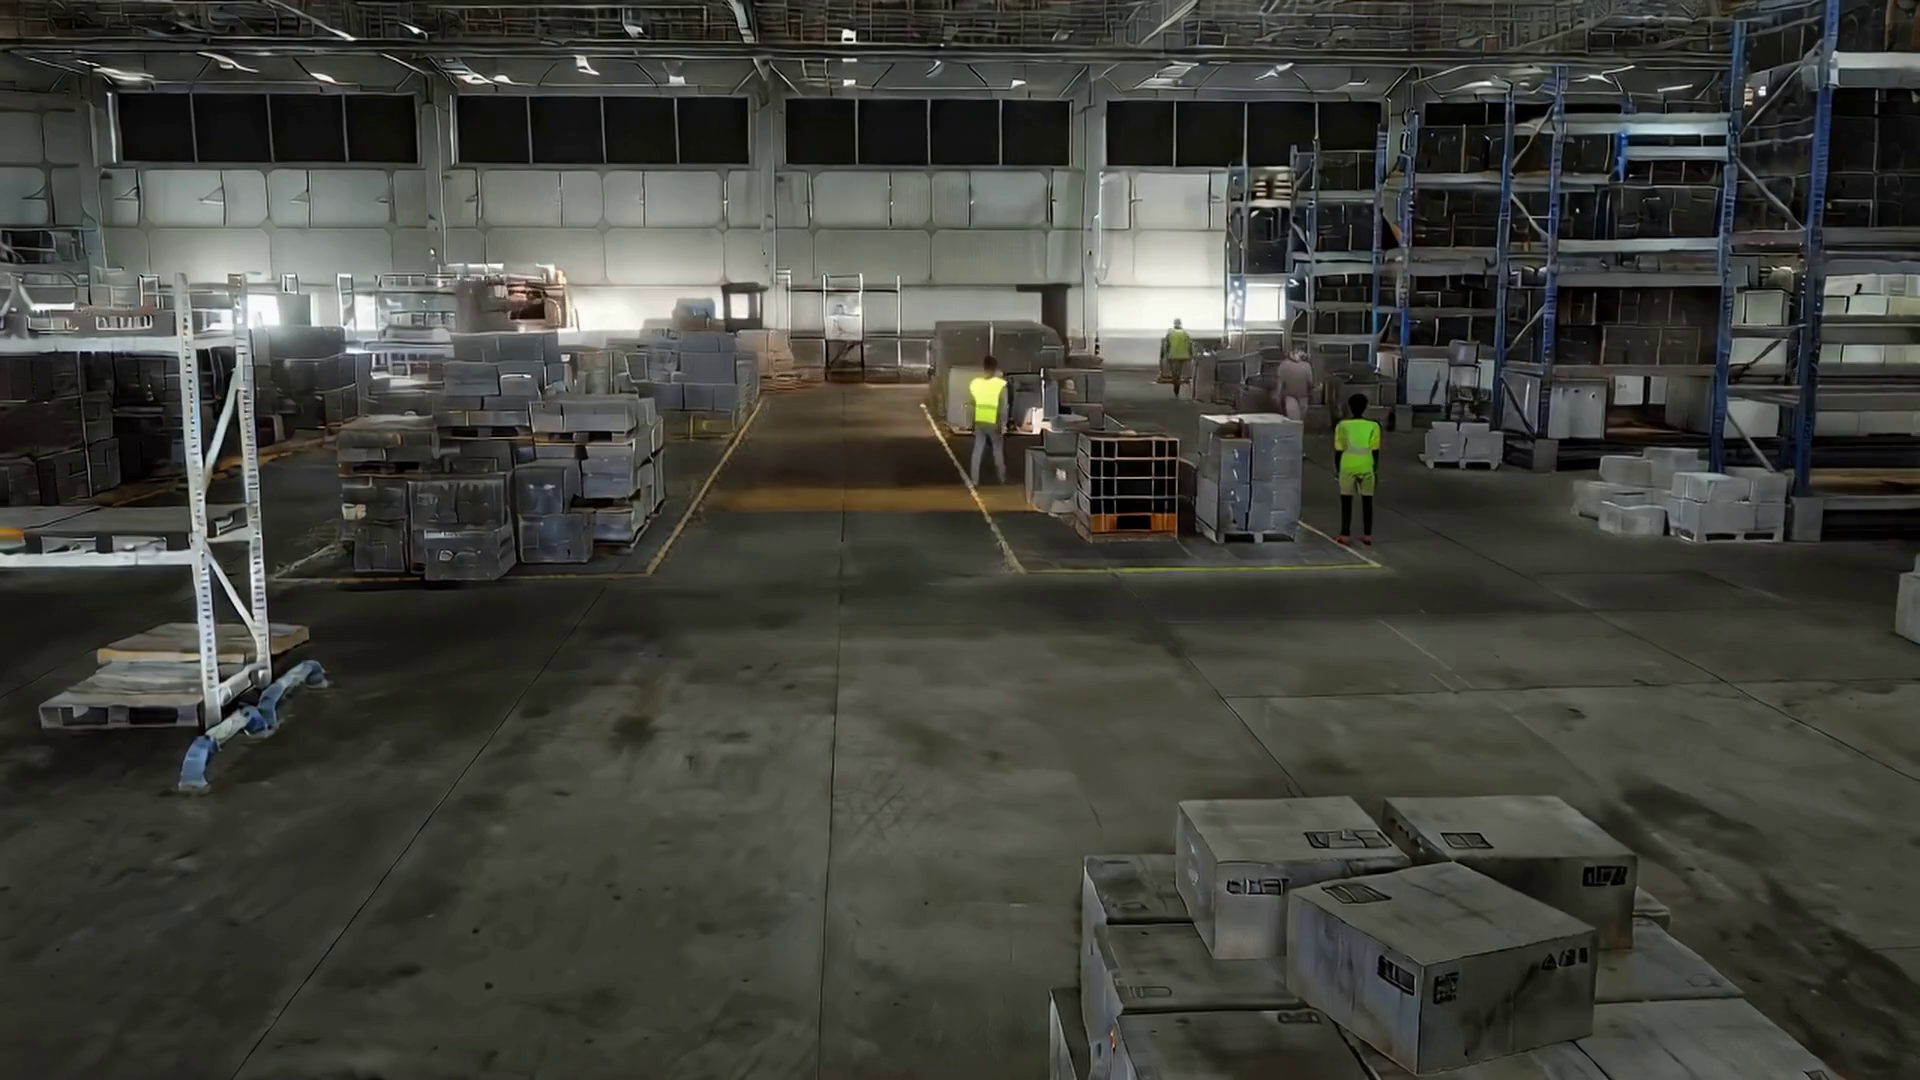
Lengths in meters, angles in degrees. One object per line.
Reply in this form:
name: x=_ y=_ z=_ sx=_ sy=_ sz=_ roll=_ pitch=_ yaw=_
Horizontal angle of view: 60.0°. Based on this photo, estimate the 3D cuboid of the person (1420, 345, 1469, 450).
person: x=8.241 y=-2.385 z=28.071 sx=1.042 sy=1.893 sz=0.639 roll=-3 pitch=10 yaw=-19

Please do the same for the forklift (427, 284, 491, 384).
forklift: x=-10.652 y=-4.210 z=36.466 sx=1.873 sy=2.768 sz=1.129 roll=3 pitch=9 yaw=16

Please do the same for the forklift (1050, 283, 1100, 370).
forklift: x=2.372 y=-4.740 z=39.792 sx=1.873 sy=2.768 sz=1.129 roll=-1 pitch=9 yaw=-4

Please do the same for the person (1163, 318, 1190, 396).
person: x=5.368 y=-4.557 z=41.531 sx=0.621 sy=1.964 sz=0.869 roll=5 pitch=10 yaw=29

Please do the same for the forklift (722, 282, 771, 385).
forklift: x=-6.037 y=-5.693 z=45.780 sx=1.129 sy=2.768 sz=1.873 roll=-4 pitch=10 yaw=-24

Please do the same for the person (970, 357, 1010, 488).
person: x=0.395 y=-1.679 z=23.775 sx=0.612 sy=1.863 sz=1.019 roll=4 pitch=10 yaw=25

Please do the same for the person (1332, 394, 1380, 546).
person: x=4.429 y=-0.777 z=18.608 sx=0.535 sy=1.697 sz=0.322 roll=0 pitch=9 yaw=-3

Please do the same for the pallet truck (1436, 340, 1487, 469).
pallet truck: x=8.004 y=-2.170 z=26.422 sx=0.823 sy=1.965 sz=1.885 roll=2 pitch=9 yaw=14

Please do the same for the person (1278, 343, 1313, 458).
person: x=5.577 y=-2.362 z=27.918 sx=0.635 sy=1.914 sz=0.903 roll=-4 pitch=10 yaw=-24
